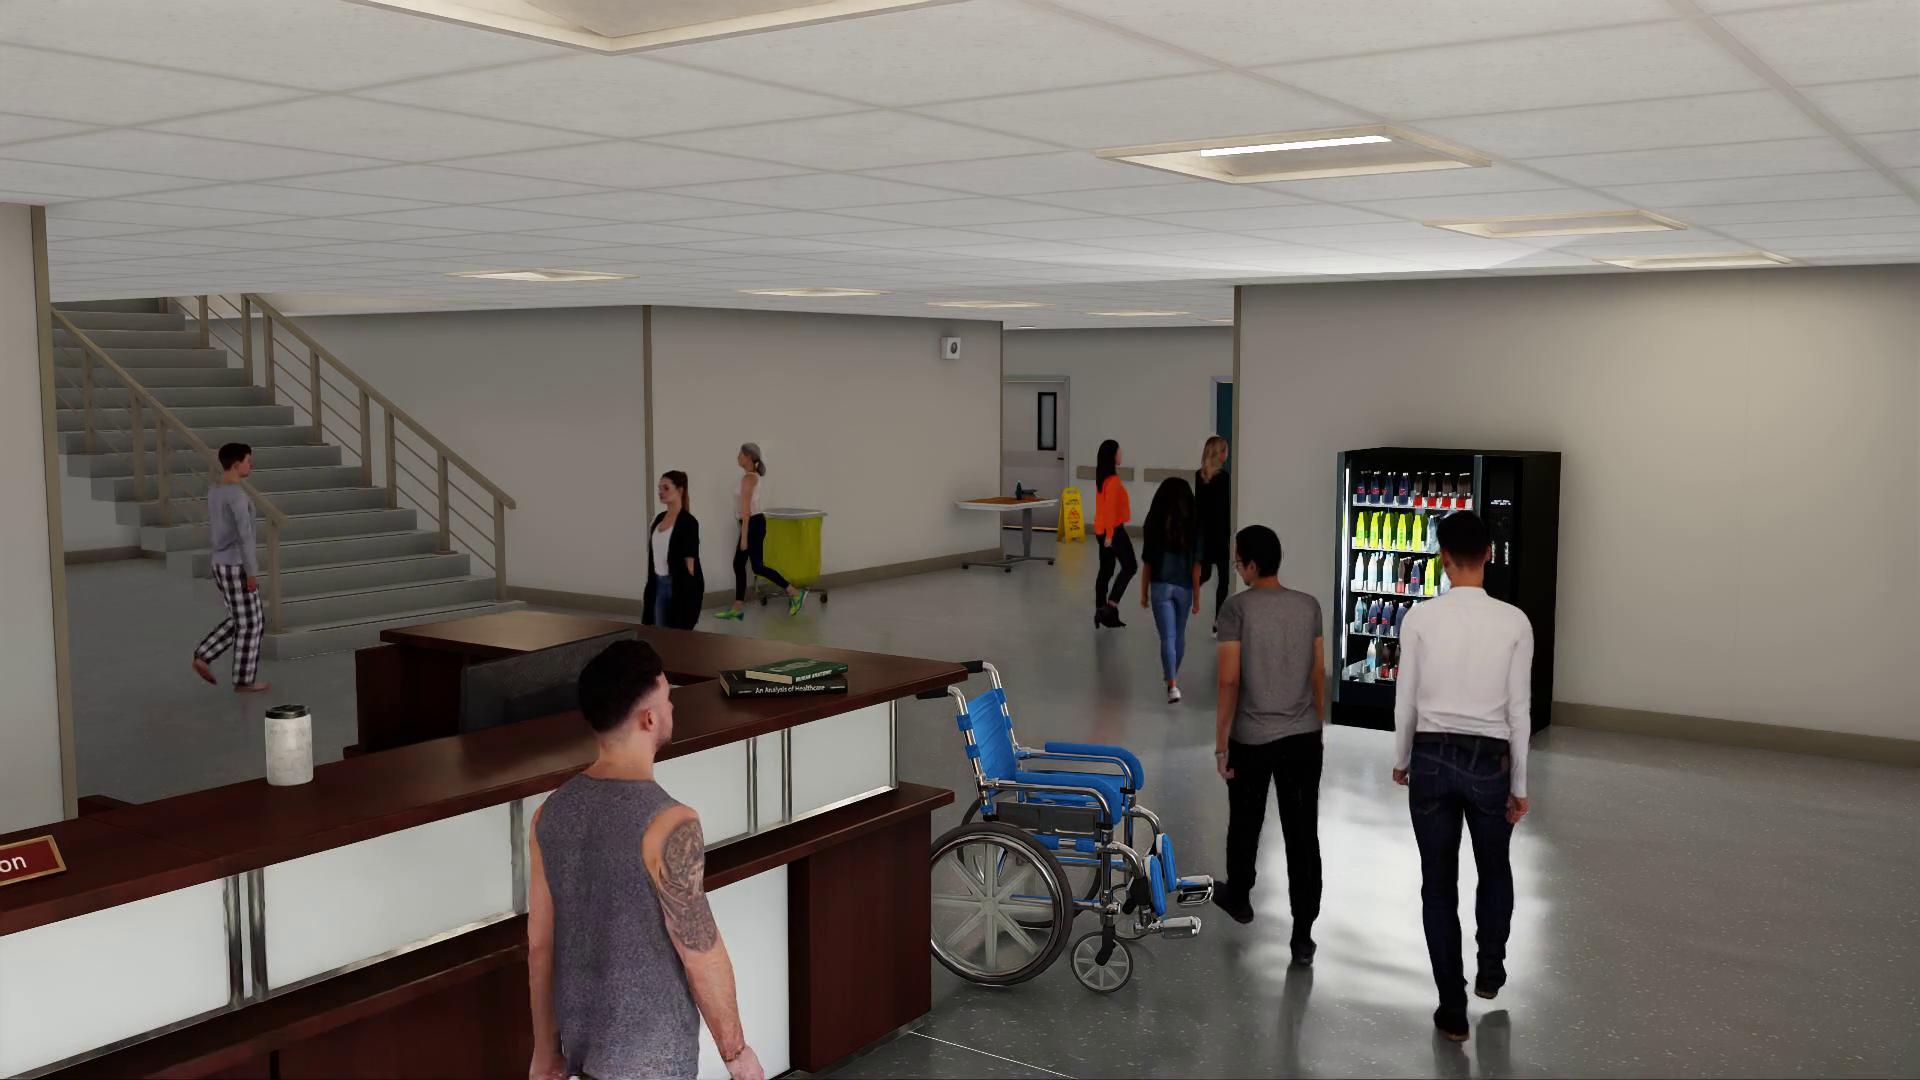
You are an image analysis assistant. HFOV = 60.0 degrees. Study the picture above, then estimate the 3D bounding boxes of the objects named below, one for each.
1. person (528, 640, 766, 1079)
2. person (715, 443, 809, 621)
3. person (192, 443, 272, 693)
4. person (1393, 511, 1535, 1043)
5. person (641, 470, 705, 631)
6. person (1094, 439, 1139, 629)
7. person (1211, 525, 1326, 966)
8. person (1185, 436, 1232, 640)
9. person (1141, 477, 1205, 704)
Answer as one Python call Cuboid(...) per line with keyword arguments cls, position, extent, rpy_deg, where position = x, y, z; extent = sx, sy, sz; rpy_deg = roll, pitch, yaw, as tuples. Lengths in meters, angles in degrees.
Cuboid(cls="person", position=(-0.793, 1.167, 3.677), extent=(1.126, 1.806, 0.732), rpy_deg=(4, 7, 37))
Cuboid(cls="person", position=(-1.864, -0.054, 15.610), extent=(1.175, 1.677, 1.024), rpy_deg=(0, 6, -1))
Cuboid(cls="person", position=(-5.359, 0.220, 12.105), extent=(0.744, 1.833, 0.760), rpy_deg=(5, 8, 43))
Cuboid(cls="person", position=(1.769, 0.840, 5.859), extent=(0.970, 1.850, 0.903), rpy_deg=(1, 6, 11))
Cuboid(cls="person", position=(-1.924, 0.356, 11.554), extent=(0.853, 1.674, 0.770), rpy_deg=(5, 8, 43))
Cuboid(cls="person", position=(1.305, -0.044, 15.211), extent=(0.787, 1.737, 0.720), rpy_deg=(-1, 6, -12))
Cuboid(cls="person", position=(1.269, 0.830, 6.631), extent=(1.065, 1.716, 1.089), rpy_deg=(0, 6, -2))
Cuboid(cls="person", position=(2.159, -0.005, 14.561), extent=(0.859, 1.791, 0.928), rpy_deg=(-4, 7, -36))
Cuboid(cls="person", position=(1.496, 0.388, 11.729), extent=(1.106, 1.575, 1.047), rpy_deg=(0, 6, 1))
